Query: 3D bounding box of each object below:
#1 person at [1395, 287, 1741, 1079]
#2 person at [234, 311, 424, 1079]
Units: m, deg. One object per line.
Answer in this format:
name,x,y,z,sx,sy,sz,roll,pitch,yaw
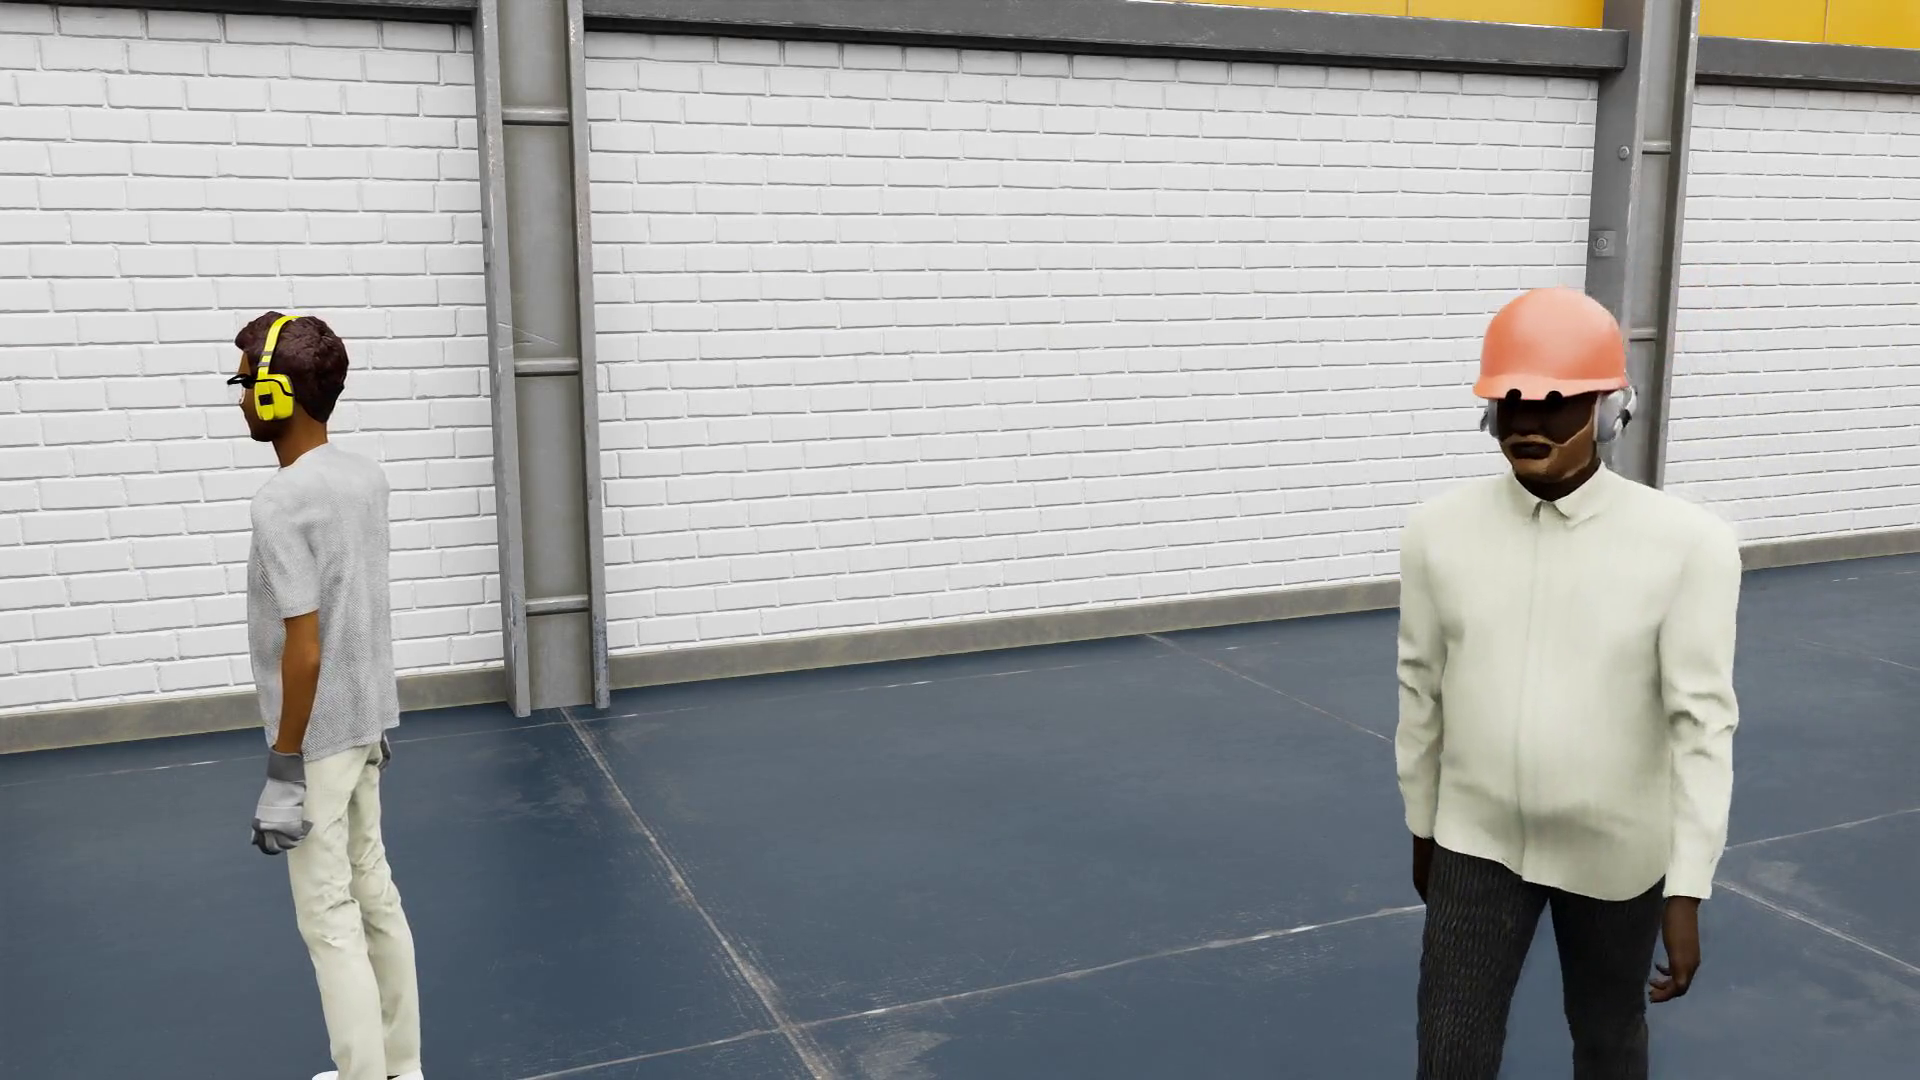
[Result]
person,1.049,0.527,2.978,0.607,1.945,1.030,6,12,31
person,-1.397,0.444,3.629,0.314,1.869,0.536,0,10,2
